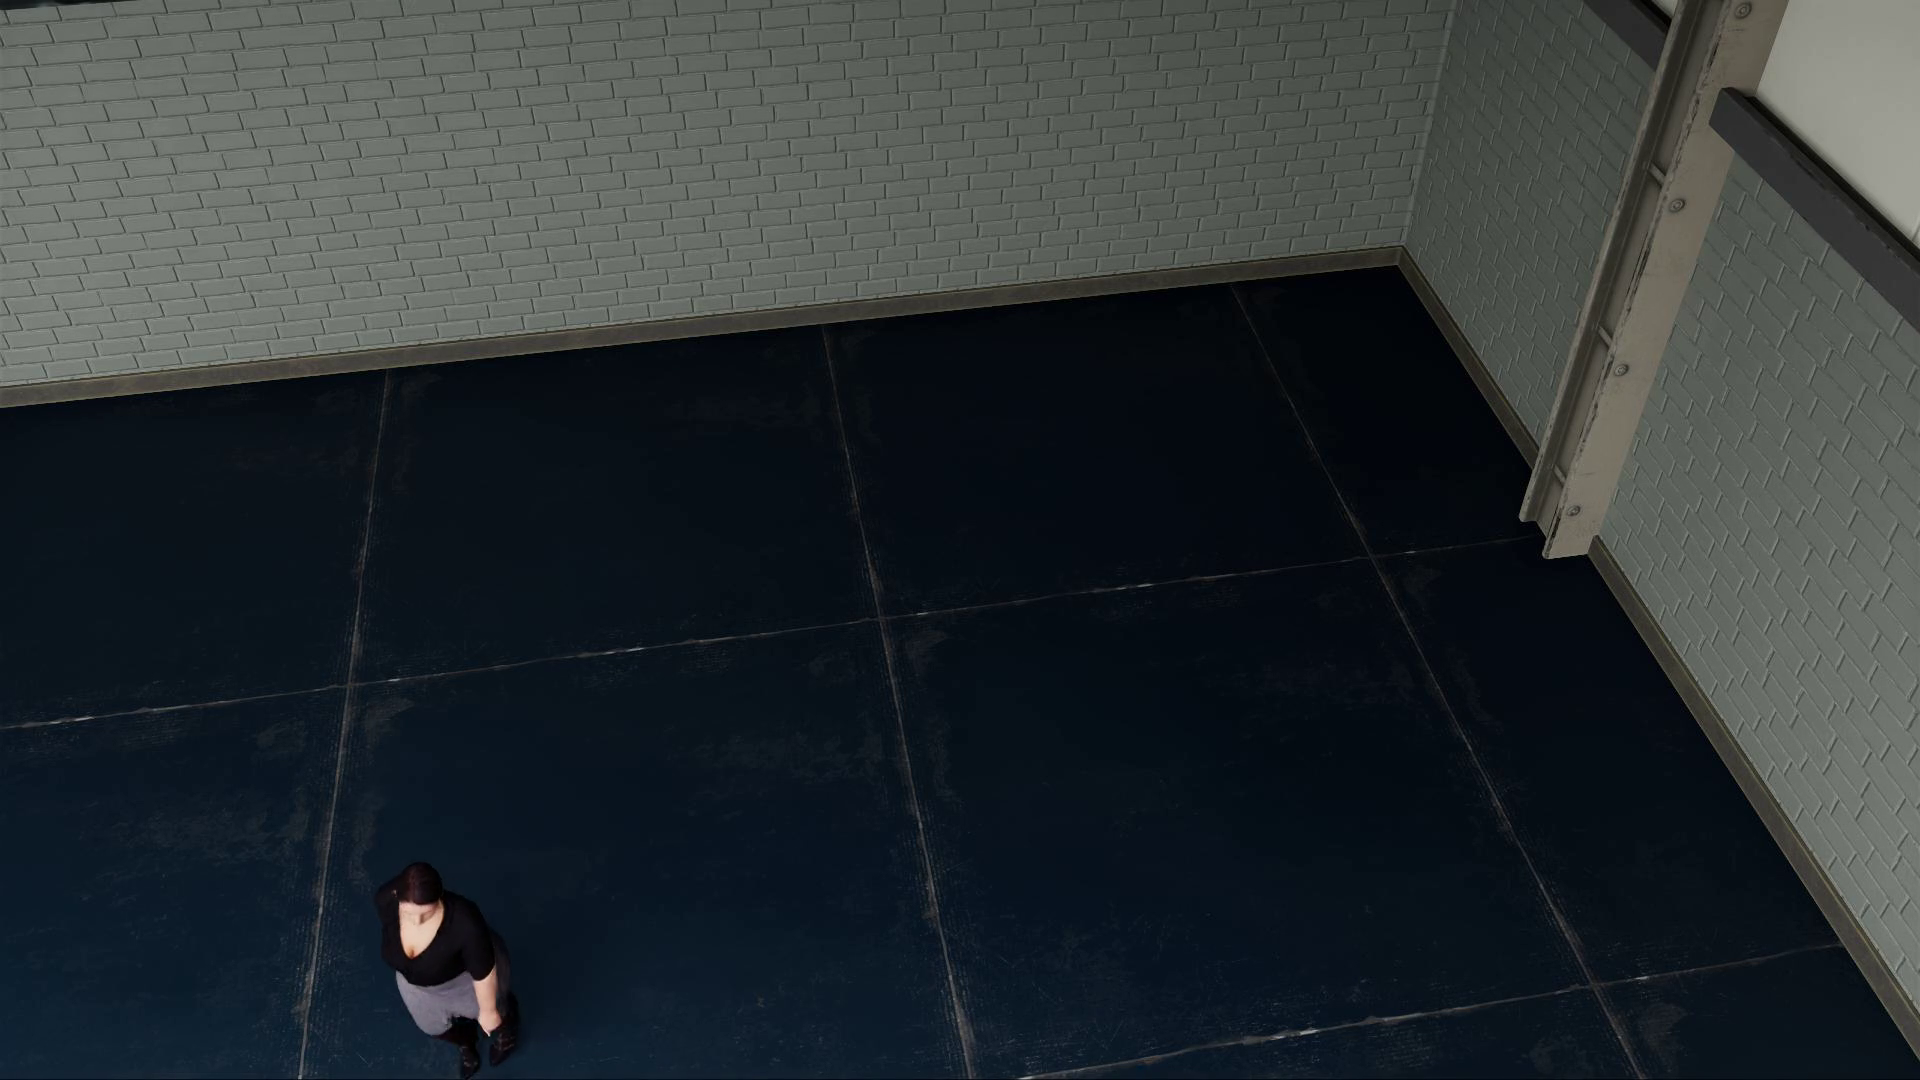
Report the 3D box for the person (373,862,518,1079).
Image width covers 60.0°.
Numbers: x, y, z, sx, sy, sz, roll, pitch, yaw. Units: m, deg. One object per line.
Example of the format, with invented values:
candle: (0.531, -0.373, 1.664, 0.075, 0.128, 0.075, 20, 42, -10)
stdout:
person: (-2.120, 1.768, 7.017, 0.816, 1.715, 0.872, 18, 46, 18)
